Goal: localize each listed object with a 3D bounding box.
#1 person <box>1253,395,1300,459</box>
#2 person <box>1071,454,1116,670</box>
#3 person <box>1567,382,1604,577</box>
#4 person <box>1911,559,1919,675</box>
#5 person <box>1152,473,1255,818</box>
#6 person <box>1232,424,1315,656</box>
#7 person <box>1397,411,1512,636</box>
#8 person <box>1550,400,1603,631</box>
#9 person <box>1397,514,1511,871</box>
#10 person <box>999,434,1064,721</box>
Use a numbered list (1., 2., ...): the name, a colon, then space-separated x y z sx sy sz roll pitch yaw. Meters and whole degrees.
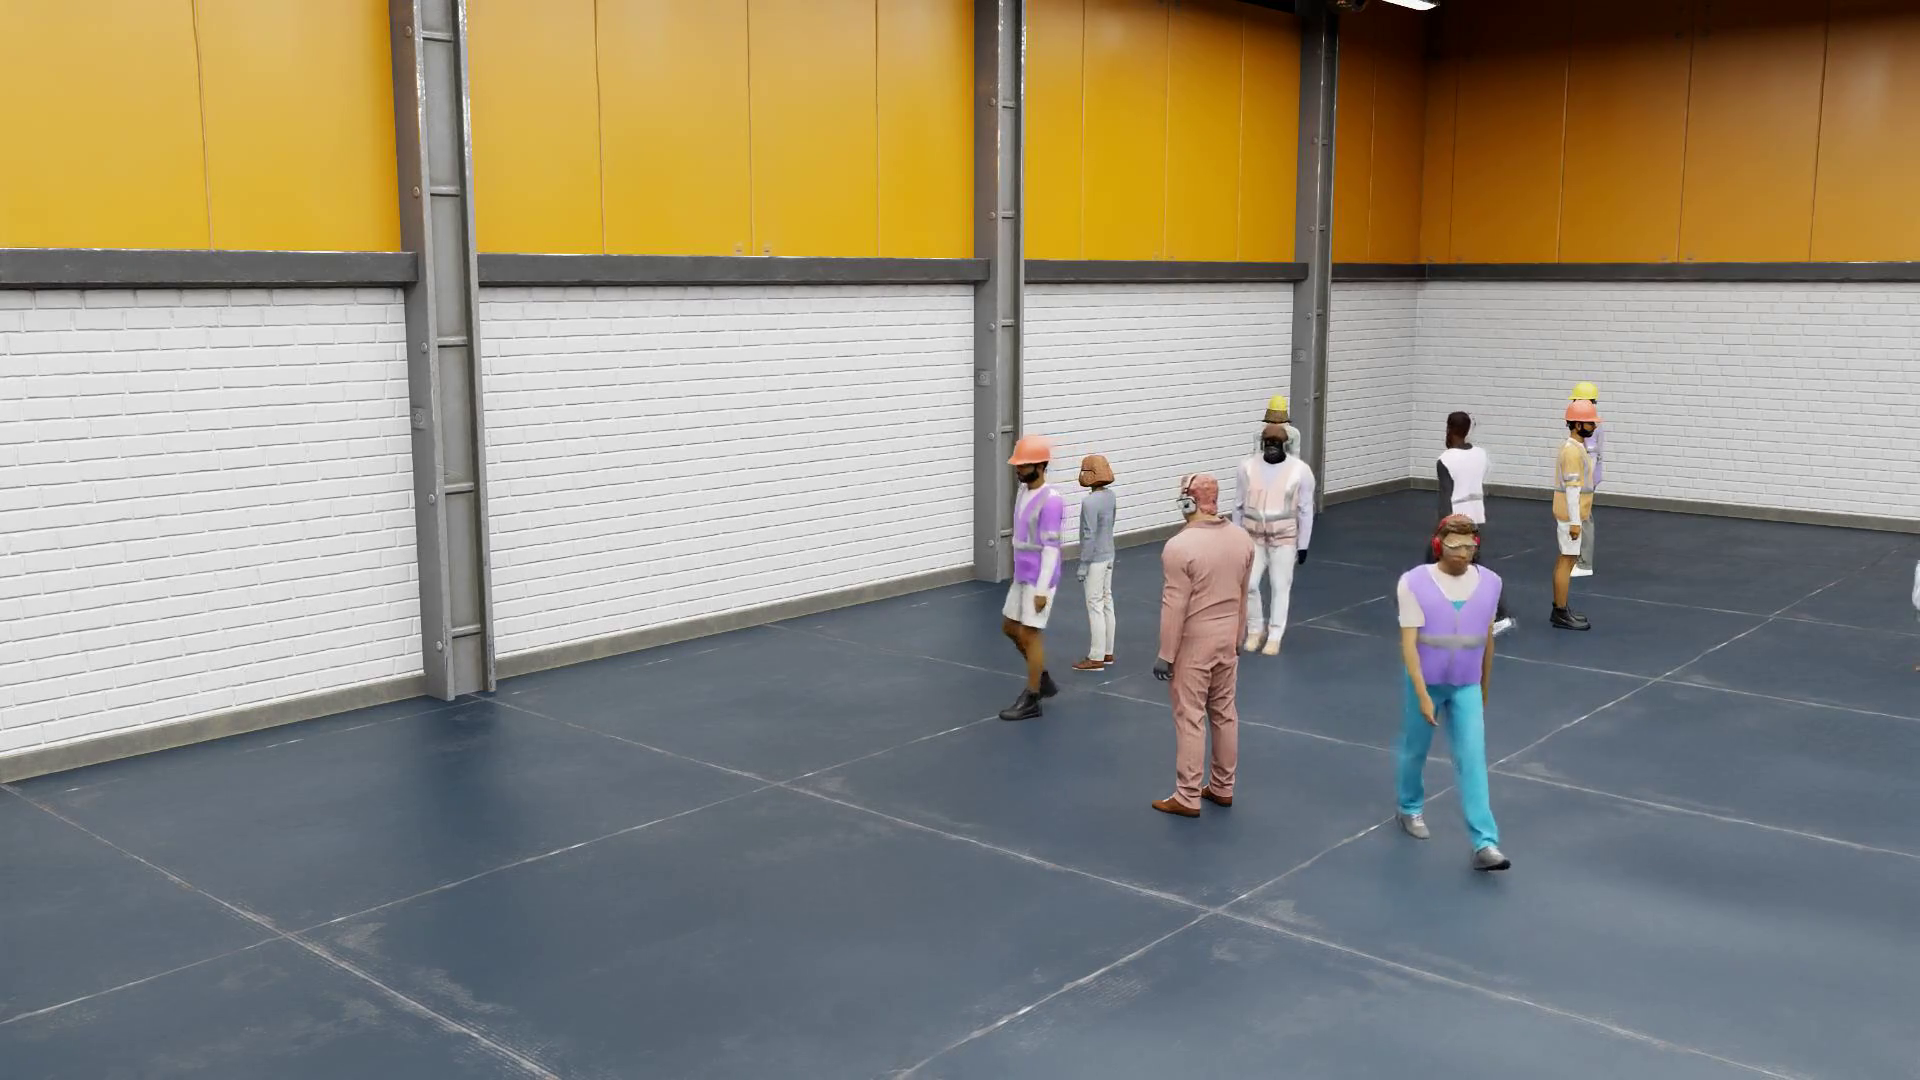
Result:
1. person: 3.261 -0.624 17.209 0.493 1.743 0.295 0 9 0
2. person: 1.023 0.169 12.575 0.279 1.633 0.502 4 10 25
3. person: 6.155 -0.597 16.463 0.367 1.926 0.594 3 9 17
4. person: 7.237 0.104 12.110 0.476 1.917 0.626 -4 10 -22
5. person: 1.313 0.574 9.187 0.647 1.904 0.405 -7 12 -38
6. person: 2.426 0.003 13.000 0.658 1.827 0.481 4 10 24
7. person: 4.167 -0.125 13.777 0.591 1.853 0.955 -6 11 -35
8. person: 5.188 -0.216 14.036 0.354 1.939 0.544 3 9 17
9. person: 2.485 0.747 8.473 0.556 1.780 1.015 -1 9 -5
10. person: 0.455 0.247 11.161 0.437 1.926 0.595 -3 10 -20
